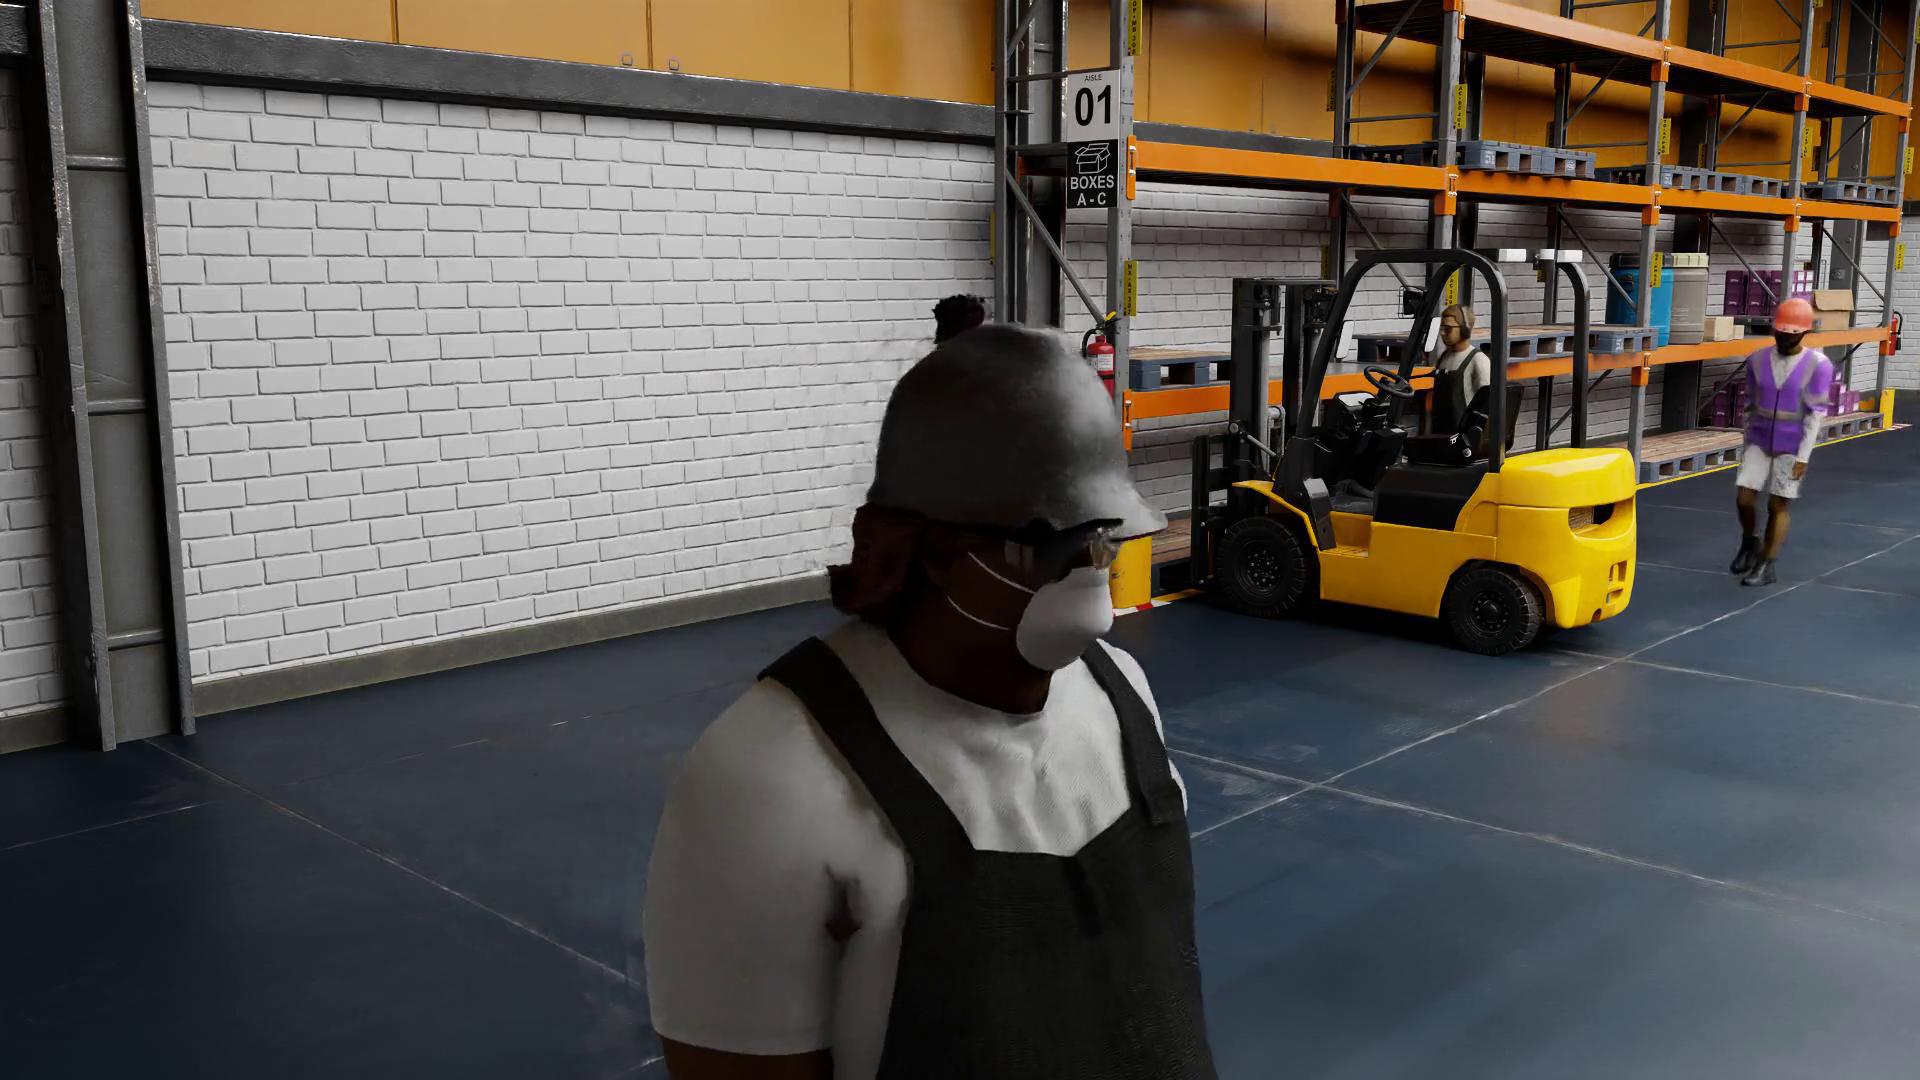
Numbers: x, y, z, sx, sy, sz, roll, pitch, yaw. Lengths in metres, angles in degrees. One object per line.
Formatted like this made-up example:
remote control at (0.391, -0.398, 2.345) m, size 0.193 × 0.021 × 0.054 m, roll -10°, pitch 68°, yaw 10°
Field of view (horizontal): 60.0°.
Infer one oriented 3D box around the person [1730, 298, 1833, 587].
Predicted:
person at (5.241, -0.603, 10.660) m, size 0.596 × 1.887 × 0.588 m, roll 9°, pitch 13°, yaw 44°

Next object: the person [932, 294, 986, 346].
person at (0.002, -0.247, 8.306) m, size 0.447 × 1.944 × 0.629 m, roll 1°, pitch 9°, yaw 8°

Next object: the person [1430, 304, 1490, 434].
person at (3.277, -0.633, 10.995) m, size 0.327 × 1.842 × 0.517 m, roll -4°, pitch 10°, yaw -22°

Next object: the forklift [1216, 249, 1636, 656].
forklift at (2.710, -0.584, 9.626) m, size 2.313 × 2.155 × 1.214 m, roll 9°, pitch 13°, yaw 43°
